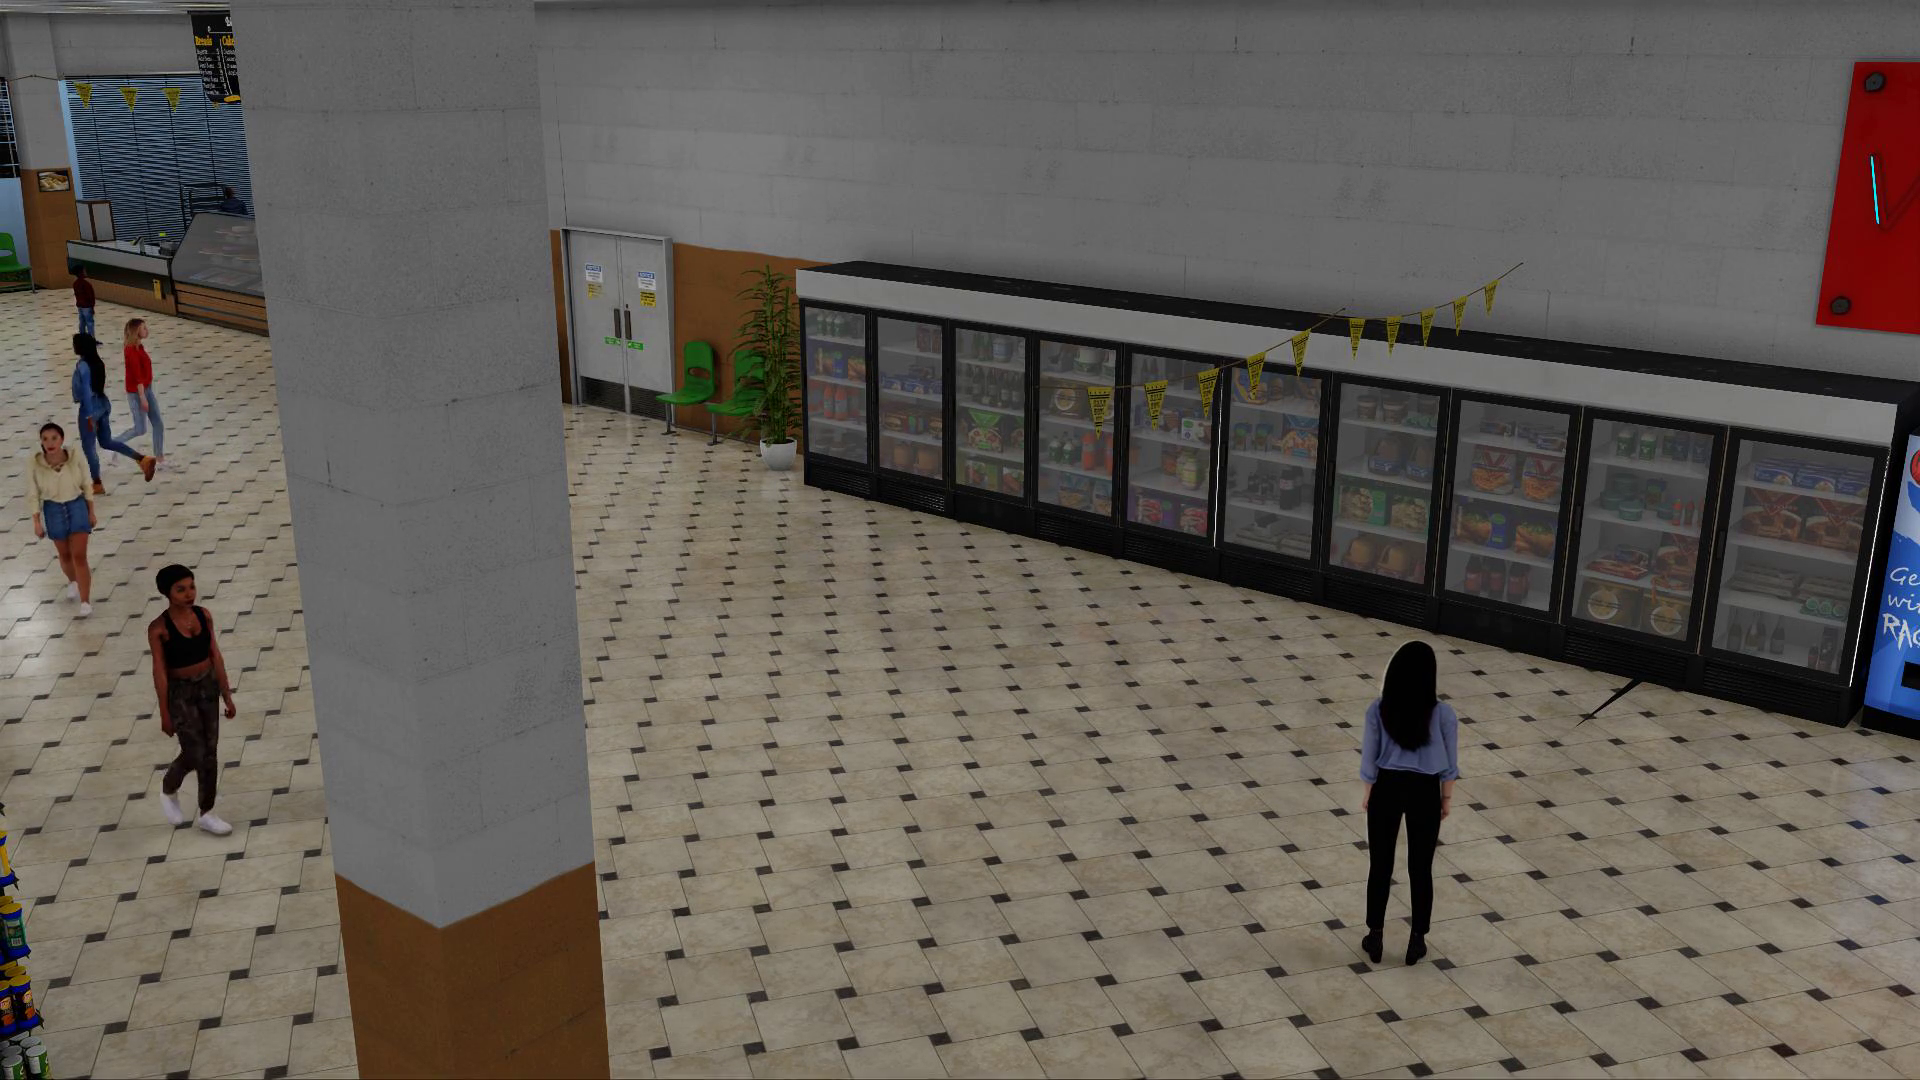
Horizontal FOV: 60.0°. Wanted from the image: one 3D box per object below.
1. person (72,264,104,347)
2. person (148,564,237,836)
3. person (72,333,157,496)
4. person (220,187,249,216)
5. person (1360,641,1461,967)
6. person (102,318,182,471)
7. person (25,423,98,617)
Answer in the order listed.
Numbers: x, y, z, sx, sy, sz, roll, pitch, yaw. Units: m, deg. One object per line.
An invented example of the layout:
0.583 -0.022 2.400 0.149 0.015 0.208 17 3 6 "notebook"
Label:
-13.459 -3.604 25.571 0.521 1.255 0.521 10 19 29 "person"
-4.607 0.941 9.865 0.711 1.683 0.698 9 19 28 "person"
-8.839 -1.291 17.205 1.094 1.690 0.991 -3 17 -10 "person"
-14.056 -5.944 32.297 0.676 1.824 0.814 -9 19 -27 "person"
2.260 1.337 8.456 0.727 1.744 0.721 4 17 12 "person"
-8.962 -1.540 18.036 1.080 1.684 0.959 -4 17 -14 "person"
-7.391 -0.189 13.760 1.110 1.583 0.987 -8 19 -25 "person"
